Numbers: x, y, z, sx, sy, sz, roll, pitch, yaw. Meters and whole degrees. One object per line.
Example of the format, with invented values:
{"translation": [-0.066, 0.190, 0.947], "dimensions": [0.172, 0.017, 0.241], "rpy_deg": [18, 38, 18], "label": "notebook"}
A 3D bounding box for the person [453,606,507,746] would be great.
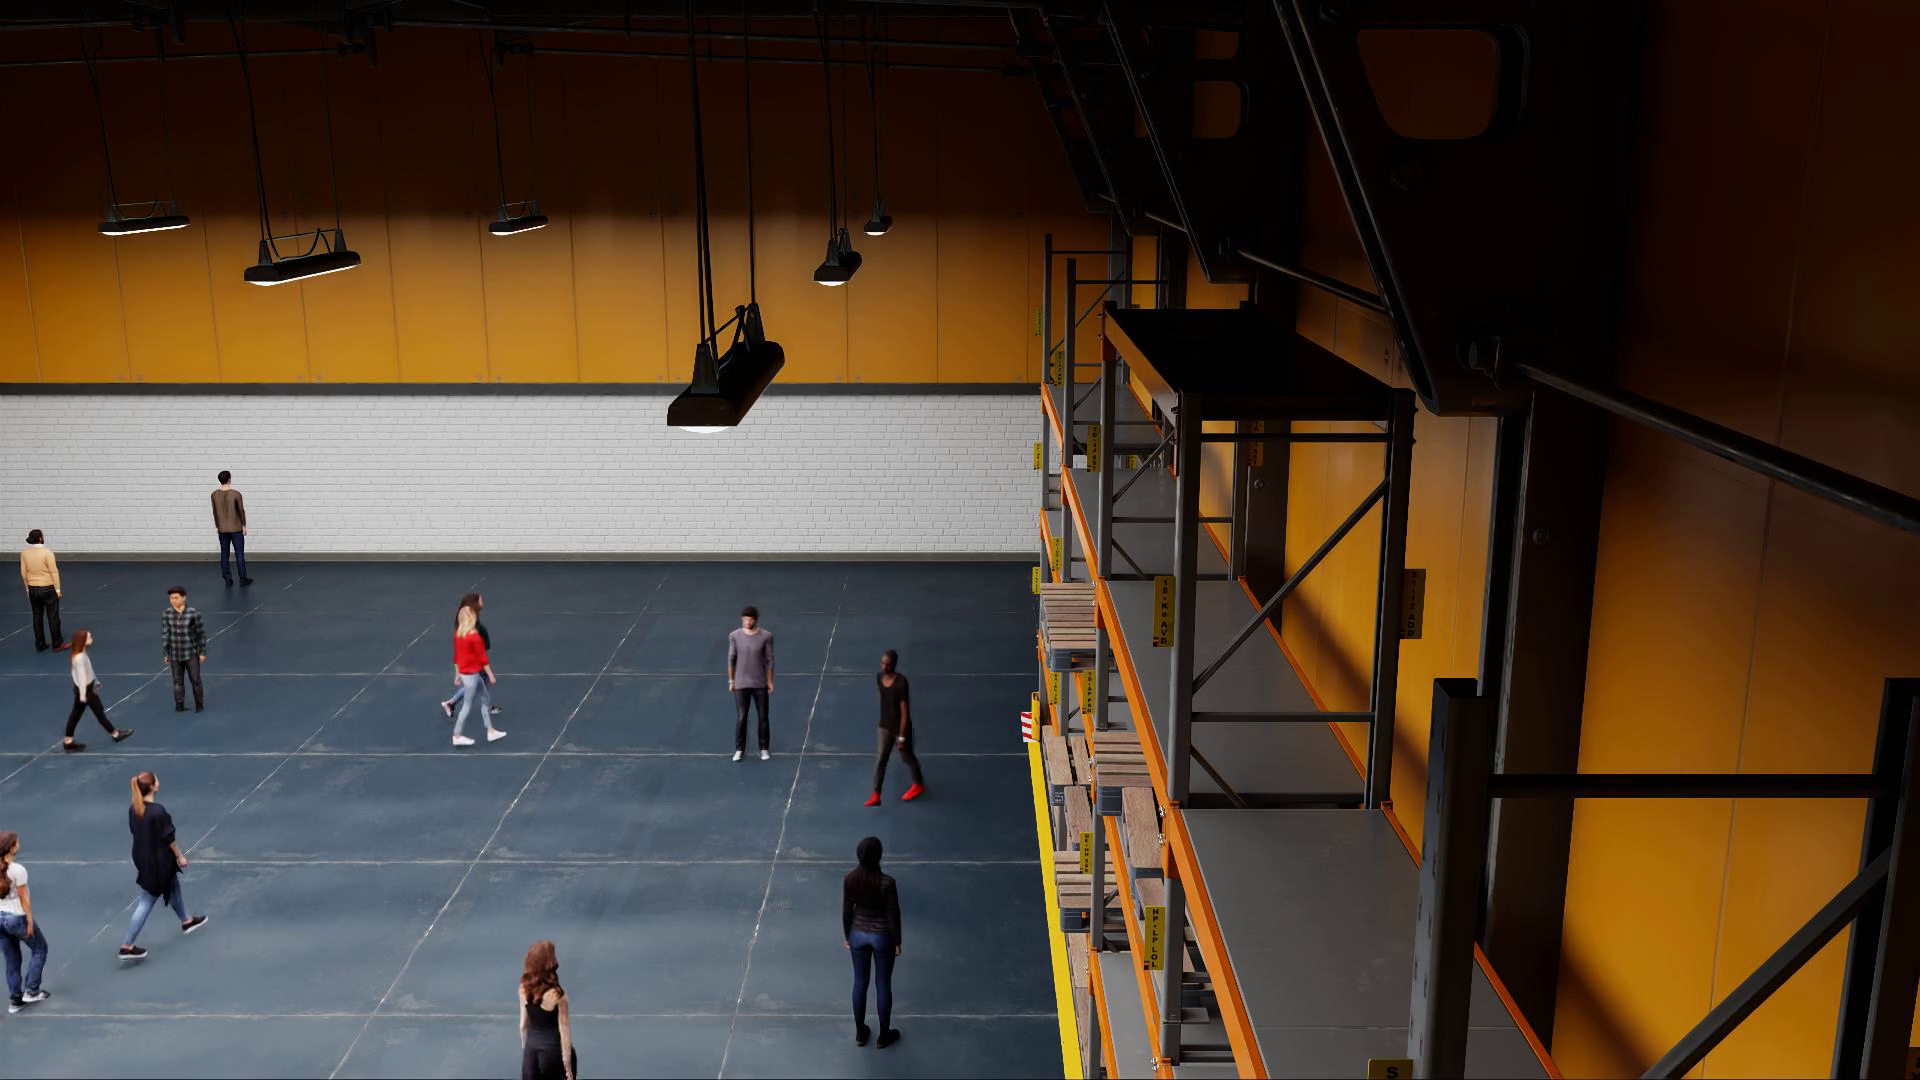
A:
{"translation": [-5.853, 1.643, 19.656], "dimensions": [0.936, 1.667, 0.914], "rpy_deg": [-9, 16, -32], "label": "person"}

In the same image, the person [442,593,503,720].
{"translation": [-6.076, 1.464, 20.547], "dimensions": [0.984, 1.596, 1.017], "rpy_deg": [-9, 16, -33], "label": "person"}

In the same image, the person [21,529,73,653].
{"translation": [-12.886, 0.703, 23.358], "dimensions": [0.673, 1.753, 0.582], "rpy_deg": [1, 14, 5], "label": "person"}

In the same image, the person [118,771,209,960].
{"translation": [-7.139, 2.881, 14.598], "dimensions": [1.027, 1.641, 1.200], "rpy_deg": [9, 16, 33], "label": "person"}

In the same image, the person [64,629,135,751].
{"translation": [-10.368, 1.787, 19.542], "dimensions": [0.956, 1.442, 0.994], "rpy_deg": [-9, 16, -32], "label": "person"}

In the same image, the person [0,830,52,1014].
{"translation": [-7.832, 3.153, 13.663], "dimensions": [0.557, 1.554, 0.603], "rpy_deg": [2, 14, 8], "label": "person"}

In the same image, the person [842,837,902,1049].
{"translation": [-0.700, 3.172, 13.172], "dimensions": [0.685, 1.747, 0.647], "rpy_deg": [4, 14, 16], "label": "person"}

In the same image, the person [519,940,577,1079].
{"translation": [-2.902, 3.611, 11.419], "dimensions": [0.832, 1.719, 1.169], "rpy_deg": [5, 14, 18], "label": "person"}

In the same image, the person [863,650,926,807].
{"translation": [-0.630, 2.002, 17.956], "dimensions": [1.203, 1.769, 1.113], "rpy_deg": [-12, 18, -42], "label": "person"}

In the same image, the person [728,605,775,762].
{"translation": [-2.419, 1.638, 19.290], "dimensions": [0.682, 1.850, 0.539], "rpy_deg": [-1, 14, -3], "label": "person"}

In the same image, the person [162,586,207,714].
{"translation": [-9.752, 1.391, 20.889], "dimensions": [0.693, 1.714, 0.534], "rpy_deg": [-1, 14, -4], "label": "person"}

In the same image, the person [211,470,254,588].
{"translation": [-11.749, -0.191, 26.762], "dimensions": [0.652, 1.887, 0.553], "rpy_deg": [-1, 14, -3], "label": "person"}
